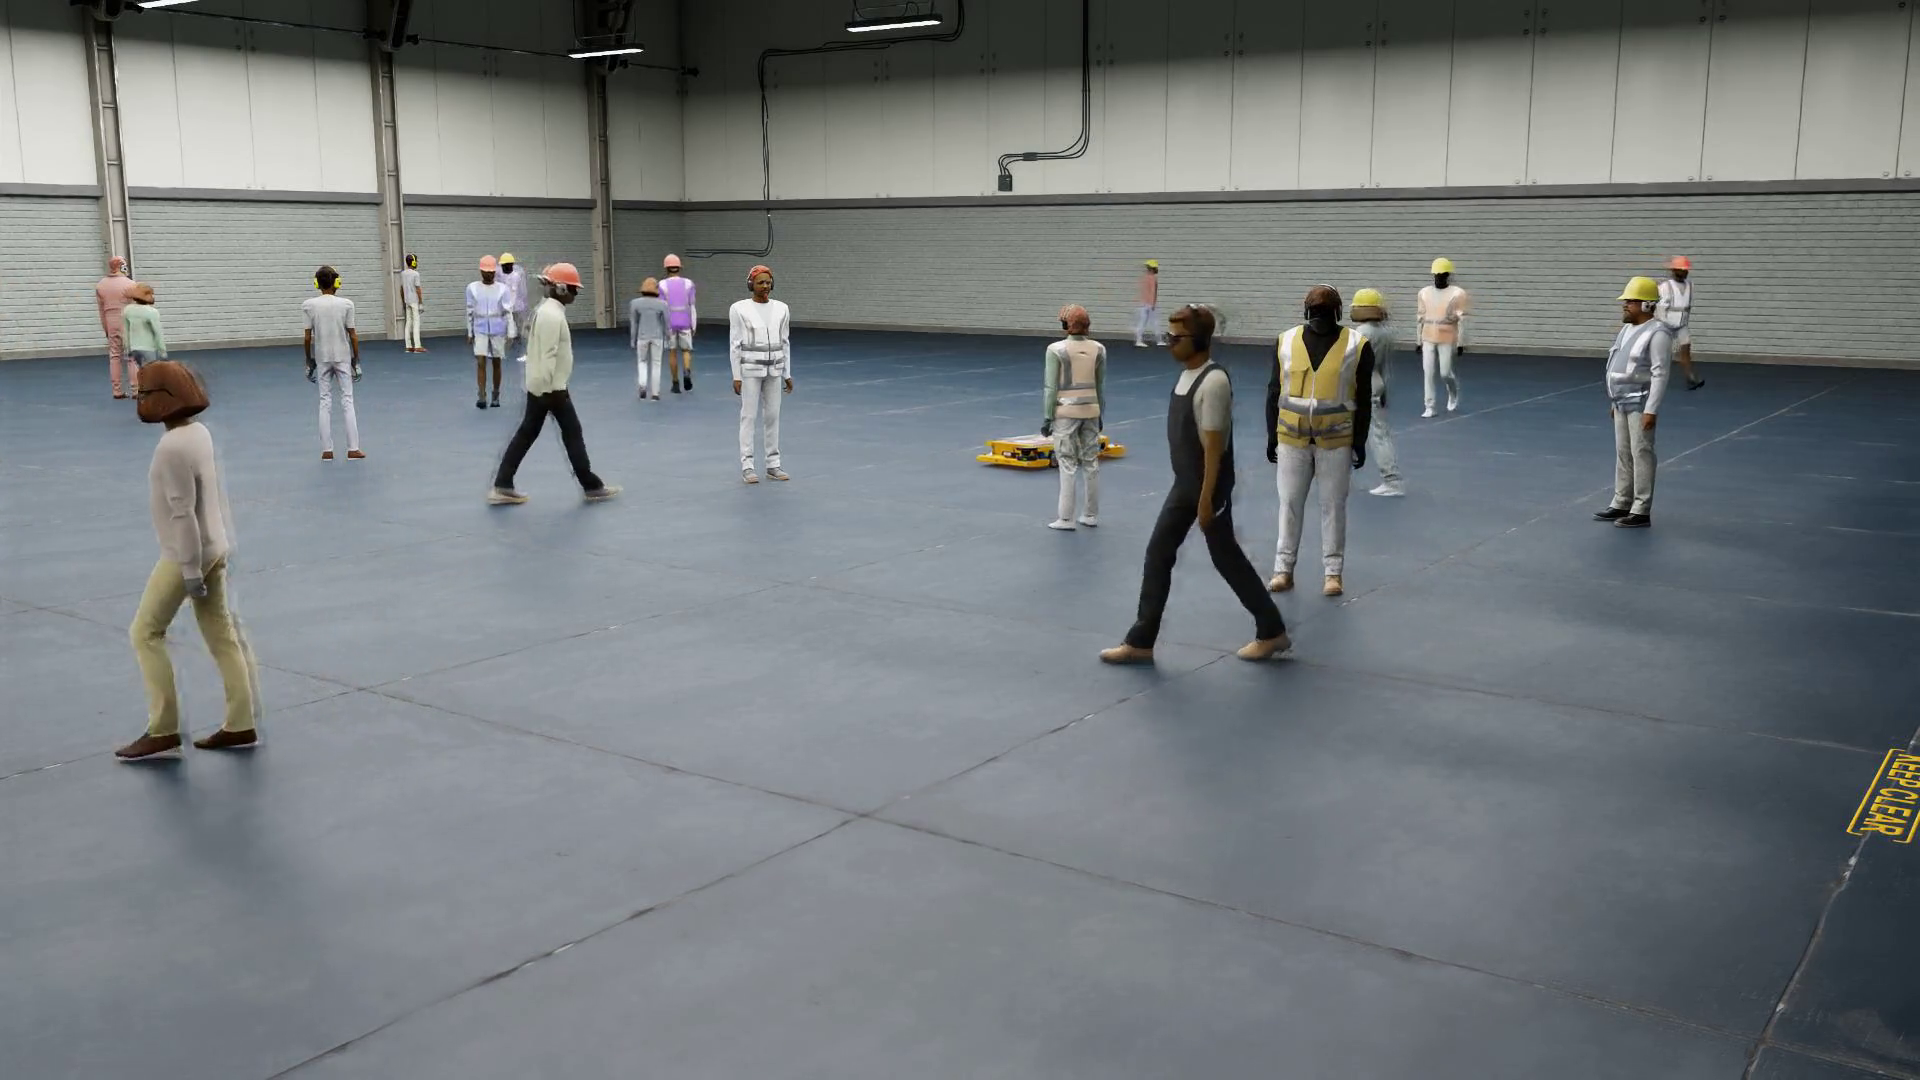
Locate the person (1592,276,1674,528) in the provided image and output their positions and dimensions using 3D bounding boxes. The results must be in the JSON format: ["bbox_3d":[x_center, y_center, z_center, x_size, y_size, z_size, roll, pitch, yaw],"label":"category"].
[{"bbox_3d":[4.945,-1.007,12.208,0.404,1.835,0.586,-1,10,-5],"label":"person"}]

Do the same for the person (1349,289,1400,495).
[{"bbox_3d":[3.342,-1.235,13.862,0.892,1.693,0.501,9,14,42],"label":"person"}]

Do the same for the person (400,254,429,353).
[{"bbox_3d":[-10.440,-4.509,31.728,0.523,1.870,0.317,6,12,30],"label":"person"}]

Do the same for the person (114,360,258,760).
[{"bbox_3d":[-3.200,0.085,6.723,0.638,1.613,0.507,-1,10,-5],"label":"person"}]

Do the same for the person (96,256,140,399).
[{"bbox_3d":[-11.139,-2.825,22.182,0.643,1.911,0.411,3,10,14],"label":"person"}]

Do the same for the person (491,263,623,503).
[{"bbox_3d":[-3.296,-1.238,13.292,1.030,1.931,0.634,-5,11,-24],"label":"person"}]

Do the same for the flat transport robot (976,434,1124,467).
[{"bbox_3d":[0.870,-0.875,15.844,0.652,0.197,1.431,9,14,42],"label":"flat transport robot"}]

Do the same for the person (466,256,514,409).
[{"bbox_3d":[-5.904,-2.600,20.904,0.572,1.910,0.783,-2,10,-13],"label":"person"}]

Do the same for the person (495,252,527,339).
[{"bbox_3d":[-9.733,-5.296,36.078,0.670,1.887,0.449,-2,10,-13],"label":"person"}]

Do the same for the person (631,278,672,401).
[{"bbox_3d":[-4.062,-2.632,21.892,0.535,1.620,0.340,0,10,-2],"label":"person"}]

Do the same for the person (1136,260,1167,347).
[{"bbox_3d":[3.874,-4.716,33.224,0.798,1.732,0.543,-3,11,-17],"label":"person"}]

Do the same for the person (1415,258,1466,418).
[{"bbox_3d":[5.770,-2.424,19.942,0.592,1.909,0.658,7,12,36],"label":"person"}]

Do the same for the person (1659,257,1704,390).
[{"bbox_3d":[10.210,-3.079,23.674,0.569,1.878,1.008,-3,10,-14],"label":"person"}]

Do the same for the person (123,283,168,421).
[{"bbox_3d":[-9.554,-2.213,19.574,0.522,1.611,0.484,4,11,19],"label":"person"}]

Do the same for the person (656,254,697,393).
[{"bbox_3d":[-3.928,-2.984,23.007,0.553,1.925,0.456,-3,11,-18],"label":"person"}]

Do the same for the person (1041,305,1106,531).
[{"bbox_3d":[0.828,-0.884,12.107,0.515,1.628,0.394,-6,12,-29],"label":"person"}]

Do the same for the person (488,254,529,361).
[{"bbox_3d":[-7.967,-4.072,29.224,0.945,1.880,0.617,-6,12,-29],"label":"person"}]

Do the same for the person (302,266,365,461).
[{"bbox_3d":[-6.003,-1.686,15.930,0.514,1.865,0.329,-2,10,-10],"label":"person"}]

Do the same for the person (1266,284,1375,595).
[{"bbox_3d":[2.113,-0.589,9.866,0.621,1.838,0.429,4,11,21],"label":"person"}]

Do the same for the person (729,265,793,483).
[{"bbox_3d":[-1.730,-1.444,14.520,0.578,1.883,0.353,-7,12,-34],"label":"person"}]

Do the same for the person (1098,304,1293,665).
[{"bbox_3d":[1.214,-0.261,8.168,0.969,1.798,0.518,-2,10,-13],"label":"person"}]
